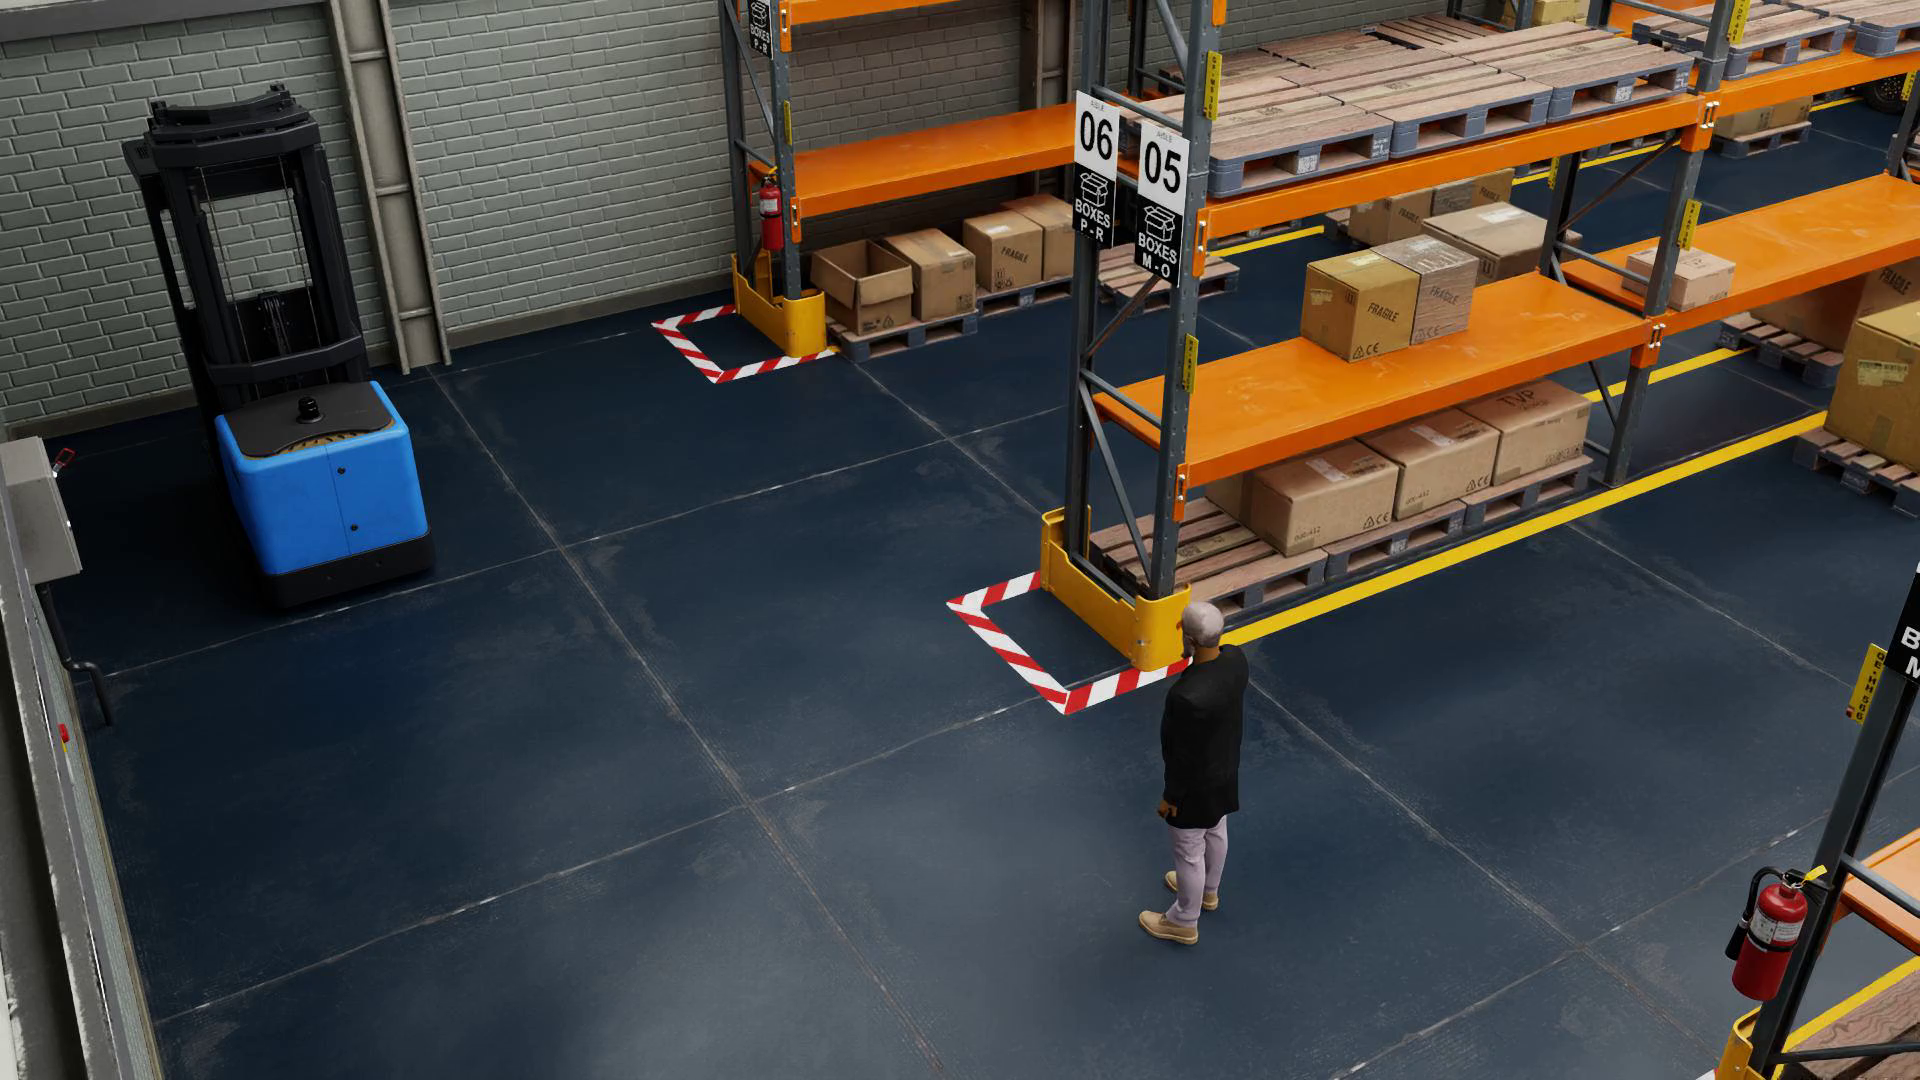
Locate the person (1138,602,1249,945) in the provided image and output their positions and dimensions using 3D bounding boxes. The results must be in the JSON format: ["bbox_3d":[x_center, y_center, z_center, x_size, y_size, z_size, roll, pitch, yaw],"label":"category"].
[{"bbox_3d":[1.103,1.078,7.690,0.412,1.855,0.529,19,36,28],"label":"person"}]

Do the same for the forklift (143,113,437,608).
[{"bbox_3d":[-4.289,-1.259,10.509,1.129,2.768,1.873,-17,36,-26],"label":"forklift"}]

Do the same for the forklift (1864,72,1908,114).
[{"bbox_3d":[11.468,-5.645,18.244,1.214,2.155,2.313,-17,36,-26],"label":"forklift"}]
